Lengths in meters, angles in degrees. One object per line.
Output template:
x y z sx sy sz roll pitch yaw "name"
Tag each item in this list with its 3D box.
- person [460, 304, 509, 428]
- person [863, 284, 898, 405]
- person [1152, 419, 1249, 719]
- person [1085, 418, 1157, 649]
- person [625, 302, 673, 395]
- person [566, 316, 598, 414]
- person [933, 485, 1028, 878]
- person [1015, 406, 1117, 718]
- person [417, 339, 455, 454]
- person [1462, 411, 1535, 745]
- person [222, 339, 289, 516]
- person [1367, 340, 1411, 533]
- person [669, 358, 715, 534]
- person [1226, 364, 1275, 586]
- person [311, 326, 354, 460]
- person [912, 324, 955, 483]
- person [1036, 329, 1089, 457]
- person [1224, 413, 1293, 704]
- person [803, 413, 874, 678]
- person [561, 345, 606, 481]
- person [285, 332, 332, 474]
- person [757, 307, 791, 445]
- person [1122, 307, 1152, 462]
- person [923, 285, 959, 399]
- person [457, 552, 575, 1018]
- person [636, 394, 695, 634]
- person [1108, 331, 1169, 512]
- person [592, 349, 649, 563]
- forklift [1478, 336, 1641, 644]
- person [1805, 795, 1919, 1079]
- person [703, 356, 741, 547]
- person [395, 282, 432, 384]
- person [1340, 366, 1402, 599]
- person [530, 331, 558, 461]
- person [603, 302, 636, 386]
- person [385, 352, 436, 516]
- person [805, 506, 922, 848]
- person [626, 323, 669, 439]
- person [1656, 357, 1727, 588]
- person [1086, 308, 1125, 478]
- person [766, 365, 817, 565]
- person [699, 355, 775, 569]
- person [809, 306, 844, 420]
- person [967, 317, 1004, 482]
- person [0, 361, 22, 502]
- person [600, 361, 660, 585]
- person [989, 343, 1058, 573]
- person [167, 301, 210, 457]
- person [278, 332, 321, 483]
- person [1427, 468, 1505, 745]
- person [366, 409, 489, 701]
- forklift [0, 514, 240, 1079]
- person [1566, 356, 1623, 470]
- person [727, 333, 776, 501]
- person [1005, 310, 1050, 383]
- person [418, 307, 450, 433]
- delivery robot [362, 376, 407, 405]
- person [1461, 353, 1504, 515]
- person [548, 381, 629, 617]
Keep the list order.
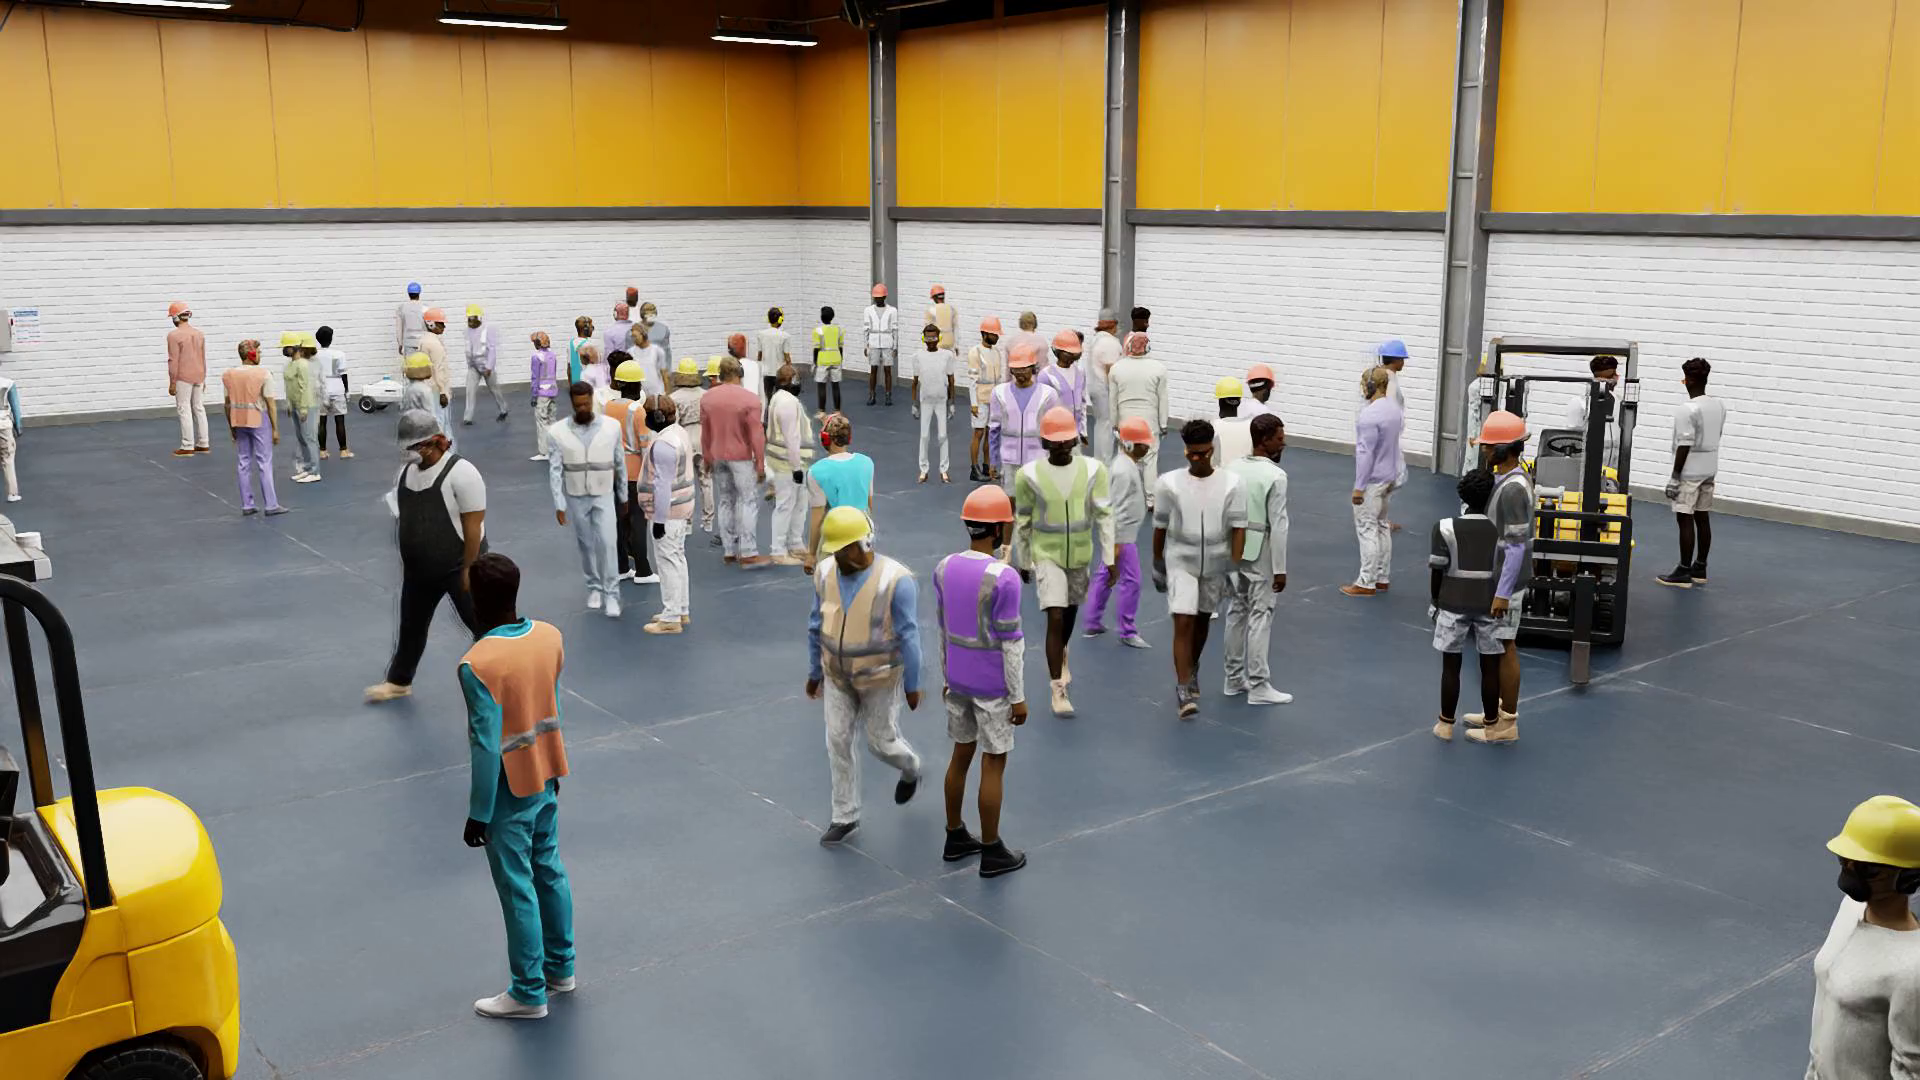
-6.948 -2.554 24.217 0.582 1.785 0.958 4 12 18 "person"
-1.262 -3.098 26.452 0.551 1.933 0.376 1 12 3 "person"
1.550 0.170 10.716 0.607 1.904 1.008 0 12 1 "person"
1.183 -0.065 12.370 0.536 1.716 0.601 2 12 10 "person"
-4.147 -2.225 22.265 0.641 1.928 0.386 -8 14 -35 "person"
-4.660 -1.867 20.727 0.519 1.844 0.331 8 14 33 "person"
0.120 0.686 8.201 0.387 1.929 0.547 -10 15 -40 "person"
0.663 0.085 10.977 0.628 1.988 1.078 -2 12 -10 "person"
-6.468 -1.689 20.437 0.518 1.601 0.541 1 12 3 "person"
3.274 0.231 10.120 0.387 2.039 0.615 3 12 16 "person"
-7.371 -1.158 17.312 0.564 1.842 0.393 2 12 11 "person"
4.205 -0.999 16.339 0.432 1.923 0.646 2 12 8 "person"
-2.662 -0.927 16.435 0.486 1.744 0.294 -9 14 -36 "person"
2.477 -0.551 14.242 0.458 1.902 0.593 0 12 -1 "person"
-7.969 -1.852 21.013 0.531 1.698 0.320 0 12 0 "person"
-0.308 -1.586 19.343 0.510 1.861 0.324 0 12 -1 "person"
1.036 -1.062 16.407 0.612 2.029 0.407 -10 15 -39 "person"
1.937 0.122 10.951 0.396 1.917 0.590 -6 13 -26 "person"
-0.820 0.050 11.464 0.388 1.847 0.564 11 16 43 "person"
-4.314 -1.449 19.295 0.768 1.609 0.535 4 12 18 "person"
-7.766 -1.616 19.820 0.436 1.718 0.482 6 13 28 "person"
-2.470 -2.179 22.218 0.521 1.857 0.343 4 12 20 "person"
2.203 -1.956 20.906 0.388 1.953 0.612 1 12 4 "person"
-0.302 -3.149 26.778 0.650 1.900 0.518 -5 13 -23 "person"
-1.785 0.993 6.741 0.371 1.915 0.595 4 12 18 "person"
-2.250 -0.205 12.750 0.429 1.831 0.635 0 12 0 "person"
1.894 -1.245 17.579 0.643 1.908 0.411 4 12 17 "person"
-3.061 -0.745 15.028 0.614 1.957 0.391 -11 16 -42 "person"
4.683 -0.471 13.136 1.214 2.155 2.313 4 12 20 "forklift"
2.421 1.533 4.491 0.306 1.772 0.525 1 12 6 "person"
-2.233 -0.844 15.853 0.403 1.821 0.600 -1 12 -3 "person"
-8.716 -3.155 26.699 0.618 1.945 0.394 -2 12 -8 "person"
3.456 -0.482 13.844 0.367 1.927 0.639 8 14 34 "person"
-5.250 -1.821 21.025 0.324 1.631 0.524 3 12 14 "person"
-4.527 -2.242 22.392 0.643 1.908 0.399 -11 16 -42 "person"
-5.639 -1.092 17.279 0.718 1.722 0.491 -8 14 -35 "person"
-0.465 0.665 8.627 0.635 1.797 0.635 6 13 28 "person"
-3.836 -1.791 20.516 0.529 1.794 0.980 3 12 12 "person"
6.250 -0.574 14.192 0.608 1.963 0.370 -8 14 -34 "person"
1.775 -1.770 19.784 0.534 2.000 0.787 -3 12 -15 "person"
-1.537 -0.663 15.032 0.432 1.822 0.644 -1 12 -6 "person"
-2.027 -0.699 14.985 0.758 1.903 0.480 6 13 26 "person"
-1.979 -2.631 24.776 0.578 1.700 0.349 -8 14 -34 "person"
0.325 -1.646 19.468 0.390 1.925 0.550 9 15 38 "person"
-10.480 -1.207 18.065 0.525 1.631 0.320 -4 12 -20 "person"
-2.822 -0.577 14.296 0.585 1.927 0.366 9 15 37 "person"
0.554 -0.714 14.681 0.615 2.040 0.391 1 12 7 "person"
-9.936 -2.066 21.373 0.408 1.980 0.626 3 12 15 "person"
-7.714 -1.546 19.393 0.337 1.757 0.518 -9 15 -38 "person"
3.104 0.406 10.099 0.536 1.699 0.322 2 12 11 "person"
-3.452 0.082 10.839 0.853 2.000 0.573 6 13 27 "person"
-3.687 1.115 5.480 2.313 2.155 1.214 -9 15 -36 "forklift"
5.545 -0.639 14.500 0.606 1.966 0.367 -4 12 -20 "person"
-2.303 -1.300 17.962 0.668 1.865 0.608 9 15 37 "person"
0.843 -1.882 20.604 0.649 1.934 0.540 10 15 40 "person"
-6.309 -1.798 20.042 0.392 1.991 0.613 -8 14 -32 "person"
-8.848 -2.294 25.694 0.707 0.478 0.477 1 12 5 "delivery robot"
5.474 -1.103 17.304 0.487 1.735 0.322 -7 14 -32 "person"
-2.926 -0.314 13.147 0.596 1.875 0.911 -2 12 -12 "person"
